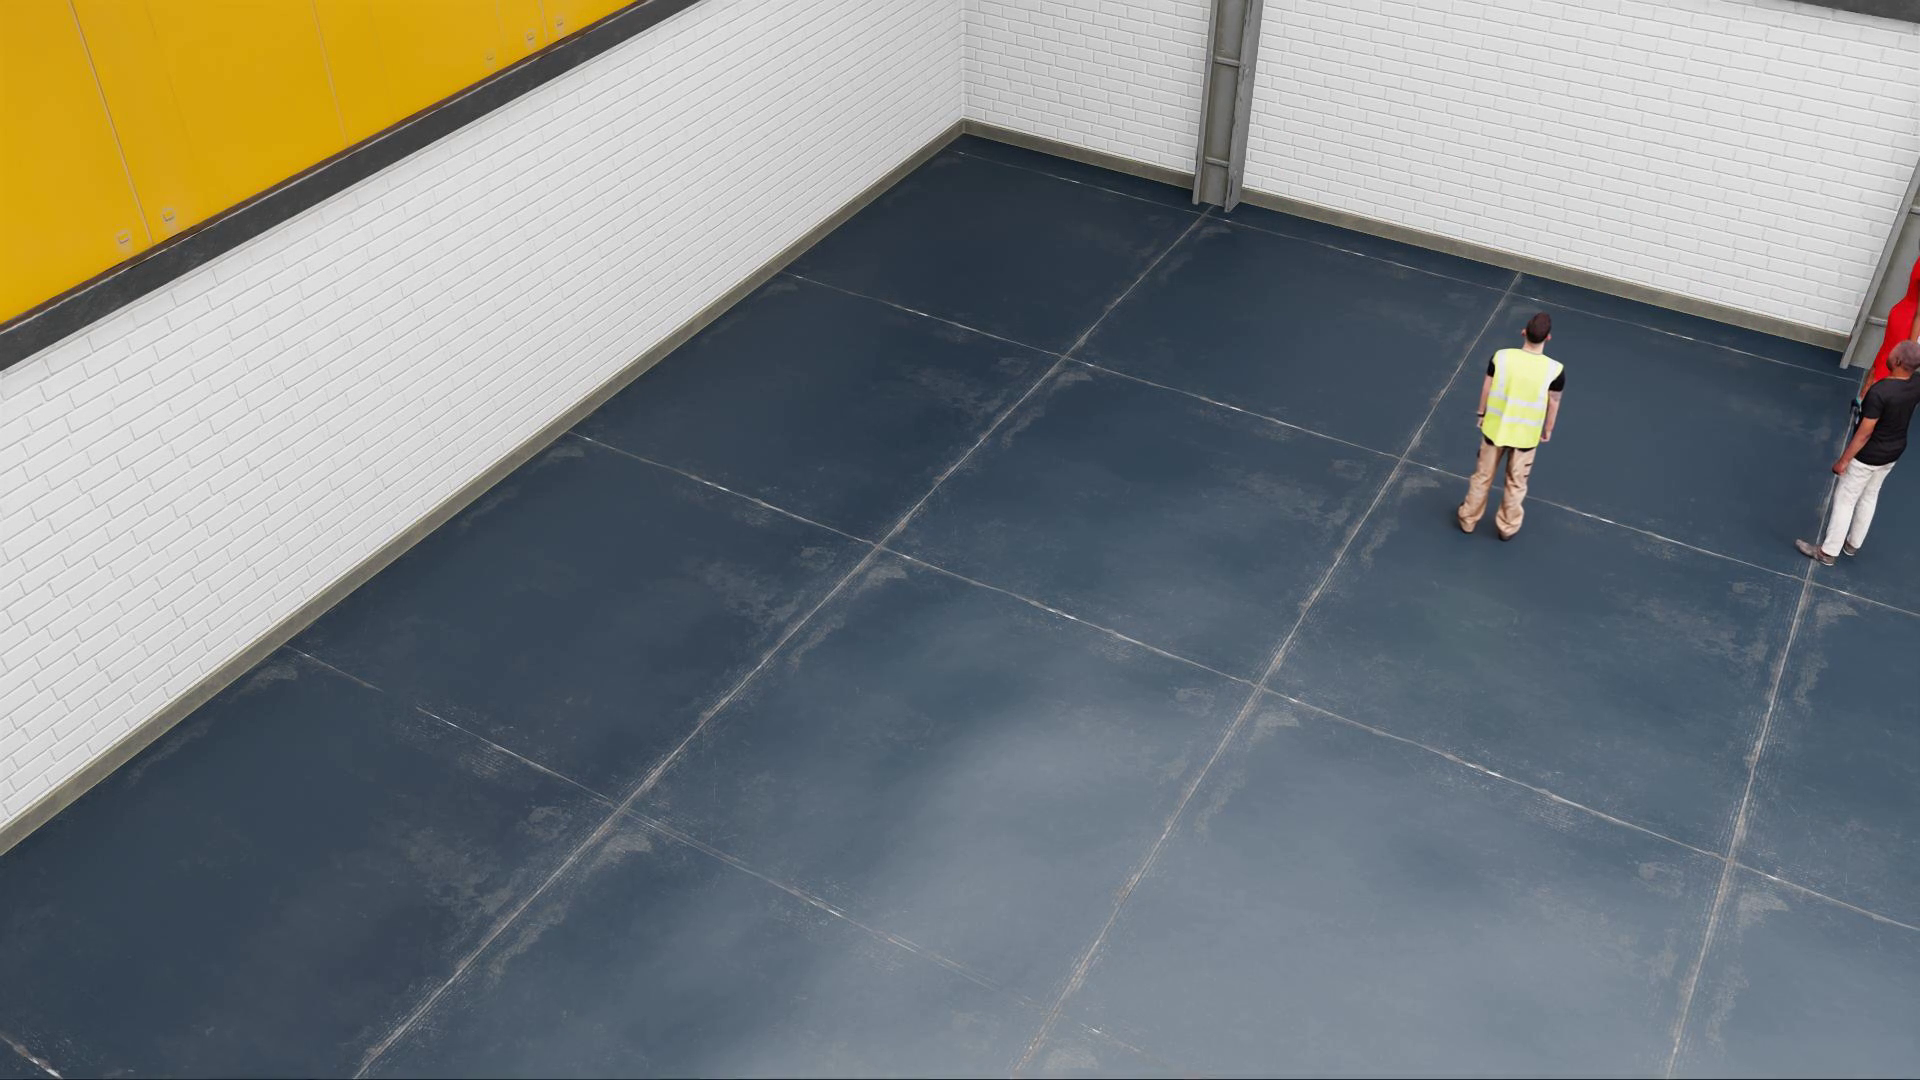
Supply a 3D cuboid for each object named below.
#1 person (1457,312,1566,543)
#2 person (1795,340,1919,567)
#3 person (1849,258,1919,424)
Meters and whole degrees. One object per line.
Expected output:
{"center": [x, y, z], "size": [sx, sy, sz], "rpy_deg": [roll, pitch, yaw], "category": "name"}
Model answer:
{"center": [3.938, -0.806, 11.864], "size": [0.640, 1.841, 0.774], "rpy_deg": [15, 41, 18], "category": "person"}
{"center": [6.380, -0.601, 11.637], "size": [0.760, 1.805, 0.791], "rpy_deg": [-16, 41, -19], "category": "person"}
{"center": [7.382, -1.657, 13.008], "size": [0.550, 1.743, 0.606], "rpy_deg": [14, 41, 17], "category": "person"}
